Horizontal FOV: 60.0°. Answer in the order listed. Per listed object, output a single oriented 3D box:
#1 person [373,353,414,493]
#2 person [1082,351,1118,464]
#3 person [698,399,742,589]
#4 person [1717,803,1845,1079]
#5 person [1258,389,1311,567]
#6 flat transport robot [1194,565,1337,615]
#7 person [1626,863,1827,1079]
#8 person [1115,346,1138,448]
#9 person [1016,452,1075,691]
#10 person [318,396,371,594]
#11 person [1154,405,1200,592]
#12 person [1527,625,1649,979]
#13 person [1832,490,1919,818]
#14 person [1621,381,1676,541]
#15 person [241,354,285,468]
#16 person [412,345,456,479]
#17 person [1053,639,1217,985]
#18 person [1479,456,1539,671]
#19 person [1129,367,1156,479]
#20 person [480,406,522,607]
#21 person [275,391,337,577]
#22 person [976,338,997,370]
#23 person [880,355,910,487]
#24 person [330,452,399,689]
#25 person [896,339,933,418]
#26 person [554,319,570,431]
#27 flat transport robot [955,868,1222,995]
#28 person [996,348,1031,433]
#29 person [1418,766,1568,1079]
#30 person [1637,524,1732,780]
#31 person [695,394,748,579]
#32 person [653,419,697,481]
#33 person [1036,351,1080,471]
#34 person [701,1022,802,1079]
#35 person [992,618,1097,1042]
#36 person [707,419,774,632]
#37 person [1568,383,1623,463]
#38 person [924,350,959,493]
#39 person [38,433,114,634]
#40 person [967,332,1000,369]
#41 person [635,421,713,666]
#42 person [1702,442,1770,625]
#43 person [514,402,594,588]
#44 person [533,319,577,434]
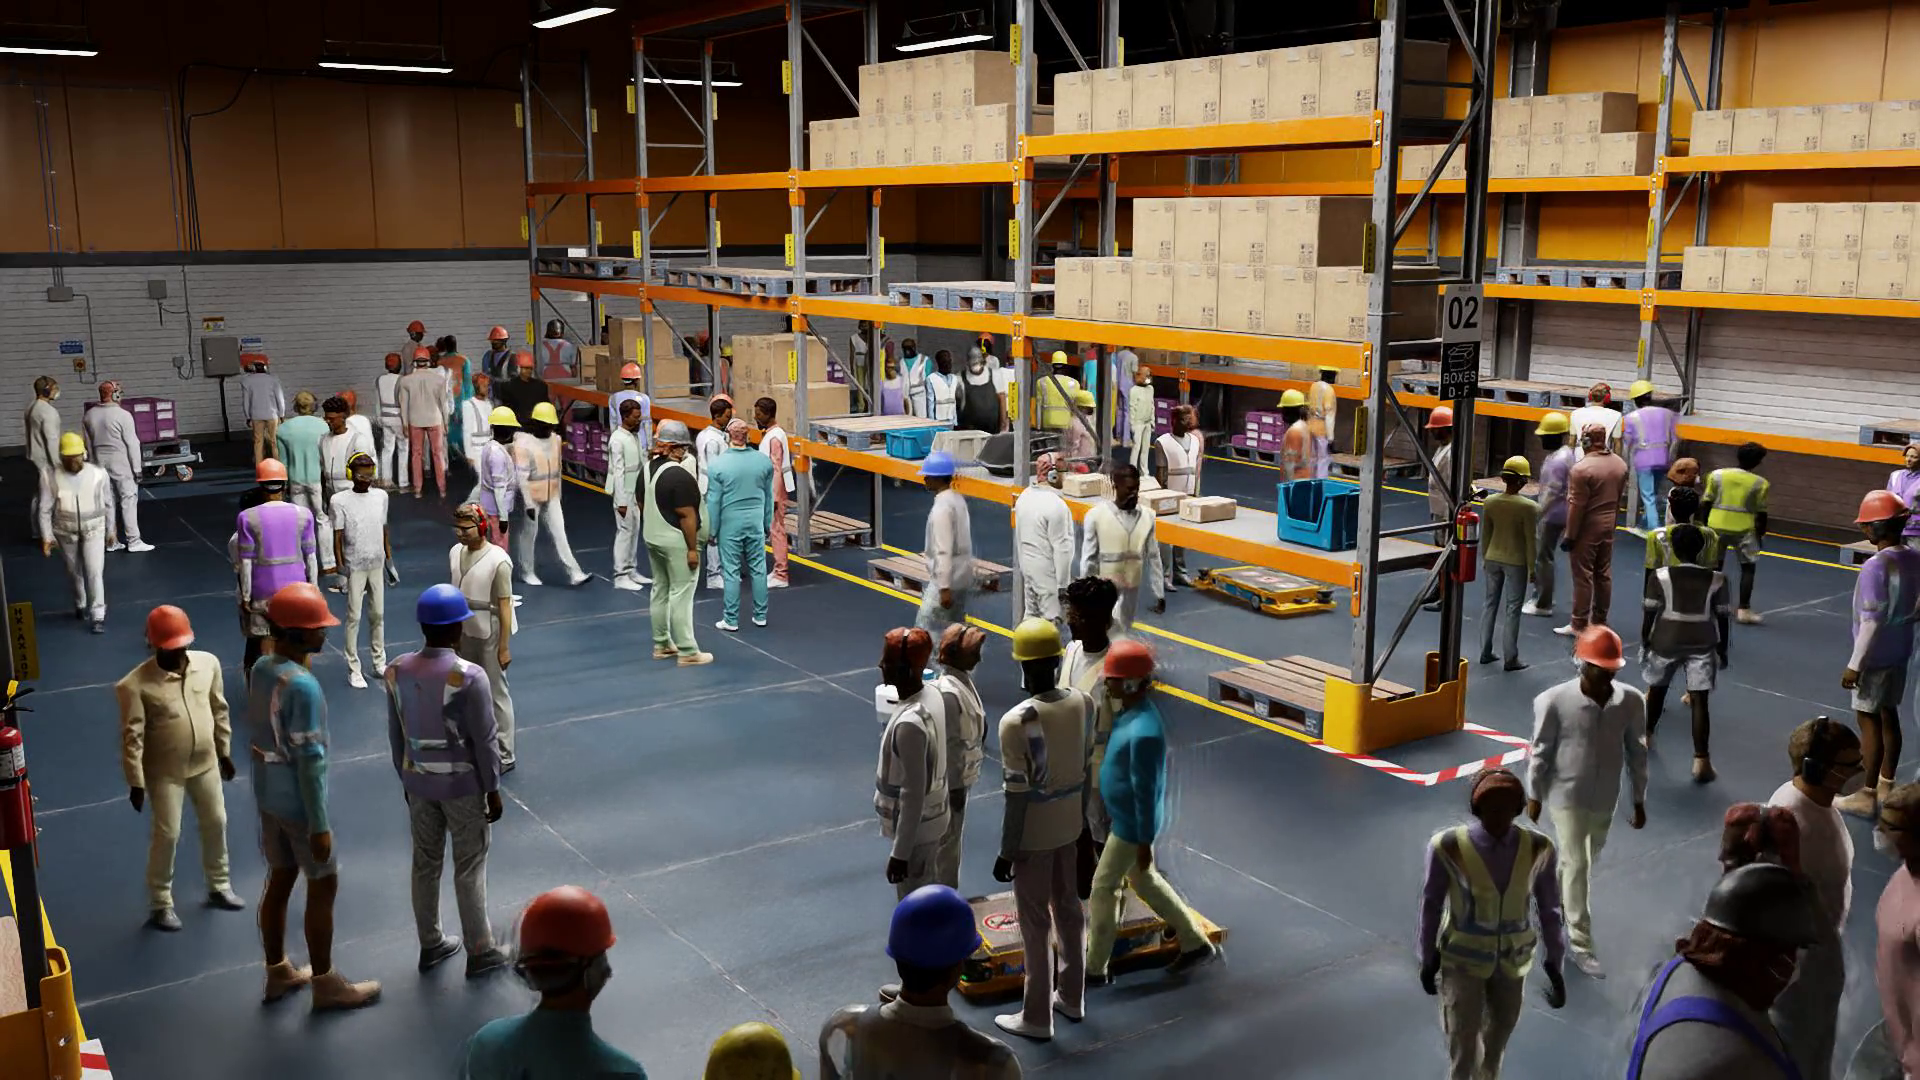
[{"bbox_3d":[-7.575,-1.565,22.299,0.573,1.877,0.354,5,12,22],"label":"person"},{"bbox_3d":[2.080,-2.035,24.770,0.570,1.843,0.372,8,14,35],"label":"person"},{"bbox_3d":[-2.409,-0.457,16.548,0.409,1.907,0.598,-1,11,-3],"label":"person"},{"bbox_3d":[2.644,1.751,5.280,0.624,1.887,0.663,3,11,14],"label":"person"},{"bbox_3d":[3.518,-0.620,17.354,0.720,1.908,0.598,3,11,13],"label":"person"},{"bbox_3d":[2.931,0.458,16.050,0.652,0.197,1.431,-5,12,-25],"label":"flat transport robot"},{"bbox_3d":[2.133,1.835,4.463,0.943,2.000,0.711,4,12,19],"label":"person"},{"bbox_3d":[2.670,-2.386,26.601,0.372,1.839,0.510,-7,13,-31],"label":"person"},{"bbox_3d":[0.690,0.269,12.820,0.404,1.906,0.651,-5,12,-26],"label":"person"},{"bbox_3d":[-6.026,-0.435,16.309,0.598,1.958,0.370,4,12,20],"label":"person"},{"bbox_3d":[2.147,-0.424,16.512,0.567,1.849,0.389,-9,14,-40],"label":"person"},{"bbox_3d":[3.126,1.230,8.385,0.569,1.719,0.836,-1,11,-7],"label":"person"},{"bbox_3d":[5.656,0.701,10.286,0.605,2.034,0.393,-8,14,-36],"label":"person"},{"bbox_3d":[7.703,-0.850,18.660,0.613,1.863,0.869,-2,11,-12],"label":"person"},{"bbox_3d":[-9.908,-1.780,23.713,0.559,1.746,0.332,-2,11,-10],"label":"person"},{"bbox_3d":[-7.443,-1.816,23.551,0.572,1.883,0.353,-6,13,-29],"label":"person"},{"bbox_3d":[0.869,1.308,7.983,0.786,1.724,0.568,0,11,2],"label":"person"},{"bbox_3d":[4.505,0.186,13.635,0.339,1.761,0.524,-8,13,-34],"label":"person"},{"bbox_3d":[2.533,-1.602,23.126,0.294,1.623,0.504,11,15,43],"label":"person"},{"bbox_3d":[-4.336,-0.310,15.771,0.414,1.918,0.581,-4,12,-19],"label":"person"},{"bbox_3d":[-6.695,-0.573,17.137,0.642,1.916,0.445,0,11,1],"label":"person"},{"bbox_3d":[0.385,-2.128,25.217,0.332,1.861,0.510,5,12,22],"label":"person"},{"bbox_3d":[-0.954,-1.664,22.983,0.518,1.815,0.794,-1,11,-4],"label":"person"},{"bbox_3d":[-4.685,0.229,13.135,0.328,1.865,0.517,9,14,38],"label":"person"},{"bbox_3d":[-0.721,-2.173,25.528,0.637,1.829,0.466,4,12,21],"label":"person"},{"bbox_3d":[-6.853,-2.839,28.681,0.364,1.932,0.631,-3,12,-16],"label":"person"},{"bbox_3d":[0.542,1.953,8.399,1.431,0.197,0.652,-5,12,-24],"label":"flat transport robot"},{"bbox_3d":[0.739,-1.816,23.686,0.561,1.836,0.393,4,12,20],"label":"person"},{"bbox_3d":[2.052,1.670,6.352,0.531,1.621,0.540,-1,11,-4],"label":"person"},{"bbox_3d":[4.869,0.717,11.187,0.589,1.629,0.923,3,11,13],"label":"person"},{"bbox_3d":[-2.401,-0.520,16.834,0.397,1.924,0.548,9,14,39],"label":"person"},{"bbox_3d":[-2.801,-0.307,16.159,0.576,1.749,0.335,8,14,36],"label":"person"},{"bbox_3d":[1.296,-1.547,22.097,0.581,1.919,0.398,1,11,6],"label":"person"},{"bbox_3d":[-0.542,2.040,4.214,0.489,1.730,0.324,8,14,37],"label":"person"},{"bbox_3d":[0.362,1.298,7.510,0.376,1.921,0.594,10,15,42],"label":"person"},{"bbox_3d":[-1.976,-0.133,14.879,0.641,1.909,0.409,-7,13,-31],"label":"person"},{"bbox_3d":[7.099,-0.835,18.634,0.569,1.840,0.373,7,13,32],"label":"person"},{"bbox_3d":[-0.243,-1.585,22.270,0.391,1.922,0.593,8,14,36],"label":"person"},{"bbox_3d":[-7.942,-0.085,14.973,0.602,1.782,0.966,-6,12,-27],"label":"person"},{"bbox_3d":[0.378,-2.211,25.463,0.558,1.928,0.402,6,13,30],"label":"person"},{"bbox_3d":[-2.336,0.011,13.796,0.536,2.000,0.672,-10,15,-42],"label":"person"},{"bbox_3d":[7.072,-0.064,15.139,0.639,1.664,0.431,7,13,32],"label":"person"},{"bbox_3d":[-4.068,-0.422,16.429,1.002,1.863,0.613,9,14,39],"label":"person"},{"bbox_3d":[-6.545,-2.556,26.934,0.688,2.000,0.536,-3,11,-13],"label":"person"}]
